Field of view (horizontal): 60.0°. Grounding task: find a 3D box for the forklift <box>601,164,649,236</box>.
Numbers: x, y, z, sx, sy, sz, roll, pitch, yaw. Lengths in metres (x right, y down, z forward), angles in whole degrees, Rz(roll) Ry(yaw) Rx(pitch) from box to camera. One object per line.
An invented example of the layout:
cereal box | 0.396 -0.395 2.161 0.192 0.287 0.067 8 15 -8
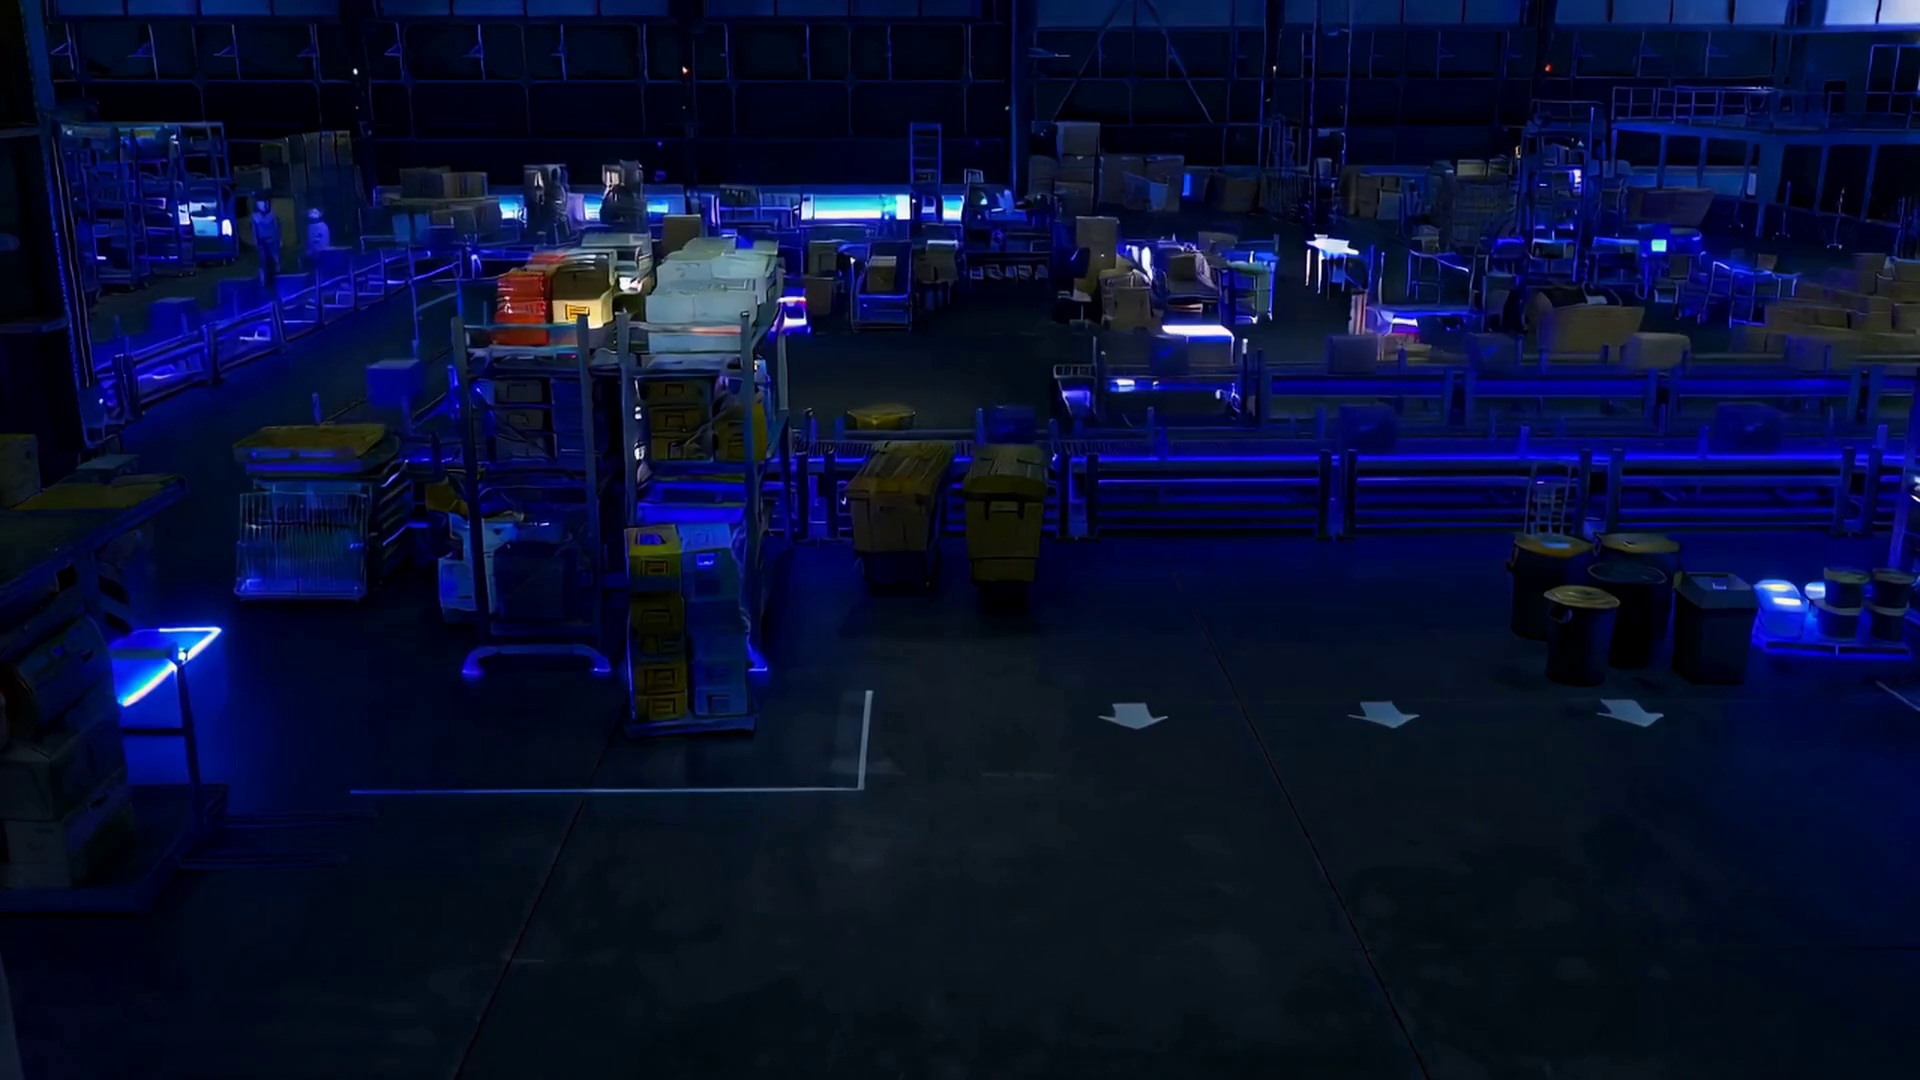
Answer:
forklift | -9.948 -10.127 49.296 1.157 1.987 2.680 -1 16 -3

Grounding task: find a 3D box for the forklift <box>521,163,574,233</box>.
forklift | -12.233 -10.122 49.298 1.157 1.987 2.680 0 16 -1

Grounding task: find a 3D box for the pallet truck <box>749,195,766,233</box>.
pallet truck | -6.051 -9.967 50.660 0.680 1.201 1.601 0 16 -1

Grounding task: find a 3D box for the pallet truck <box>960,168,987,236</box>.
pallet truck | 0.383 -10.230 50.206 0.823 1.965 1.885 -1 16 -3

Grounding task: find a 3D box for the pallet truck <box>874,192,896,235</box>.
pallet truck | -2.277 -9.986 50.594 0.653 1.274 1.630 0 16 -1

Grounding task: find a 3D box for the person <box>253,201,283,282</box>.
person | -16.382 -7.071 39.387 0.637 1.911 0.403 -3 16 -9

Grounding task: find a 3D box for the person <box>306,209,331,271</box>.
person | -14.924 -6.755 38.506 0.612 1.779 0.933 11 20 34

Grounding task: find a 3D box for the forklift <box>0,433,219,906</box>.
forklift | -5.952 0.780 10.366 1.873 2.768 1.129 0 16 -1

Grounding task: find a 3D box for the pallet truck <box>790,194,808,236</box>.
pallet truck | -4.814 -9.883 50.259 0.704 1.261 1.522 -1 16 -3

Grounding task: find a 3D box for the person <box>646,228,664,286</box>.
person | -6.305 -5.518 34.240 0.331 1.768 0.526 12 20 36

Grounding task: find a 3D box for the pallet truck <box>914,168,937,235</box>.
pallet truck | -0.989 -10.316 50.507 0.823 1.965 1.885 1 16 3

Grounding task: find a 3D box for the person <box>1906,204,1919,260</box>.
person | 23.724 -7.623 41.063 0.611 2.042 0.394 7 18 24
